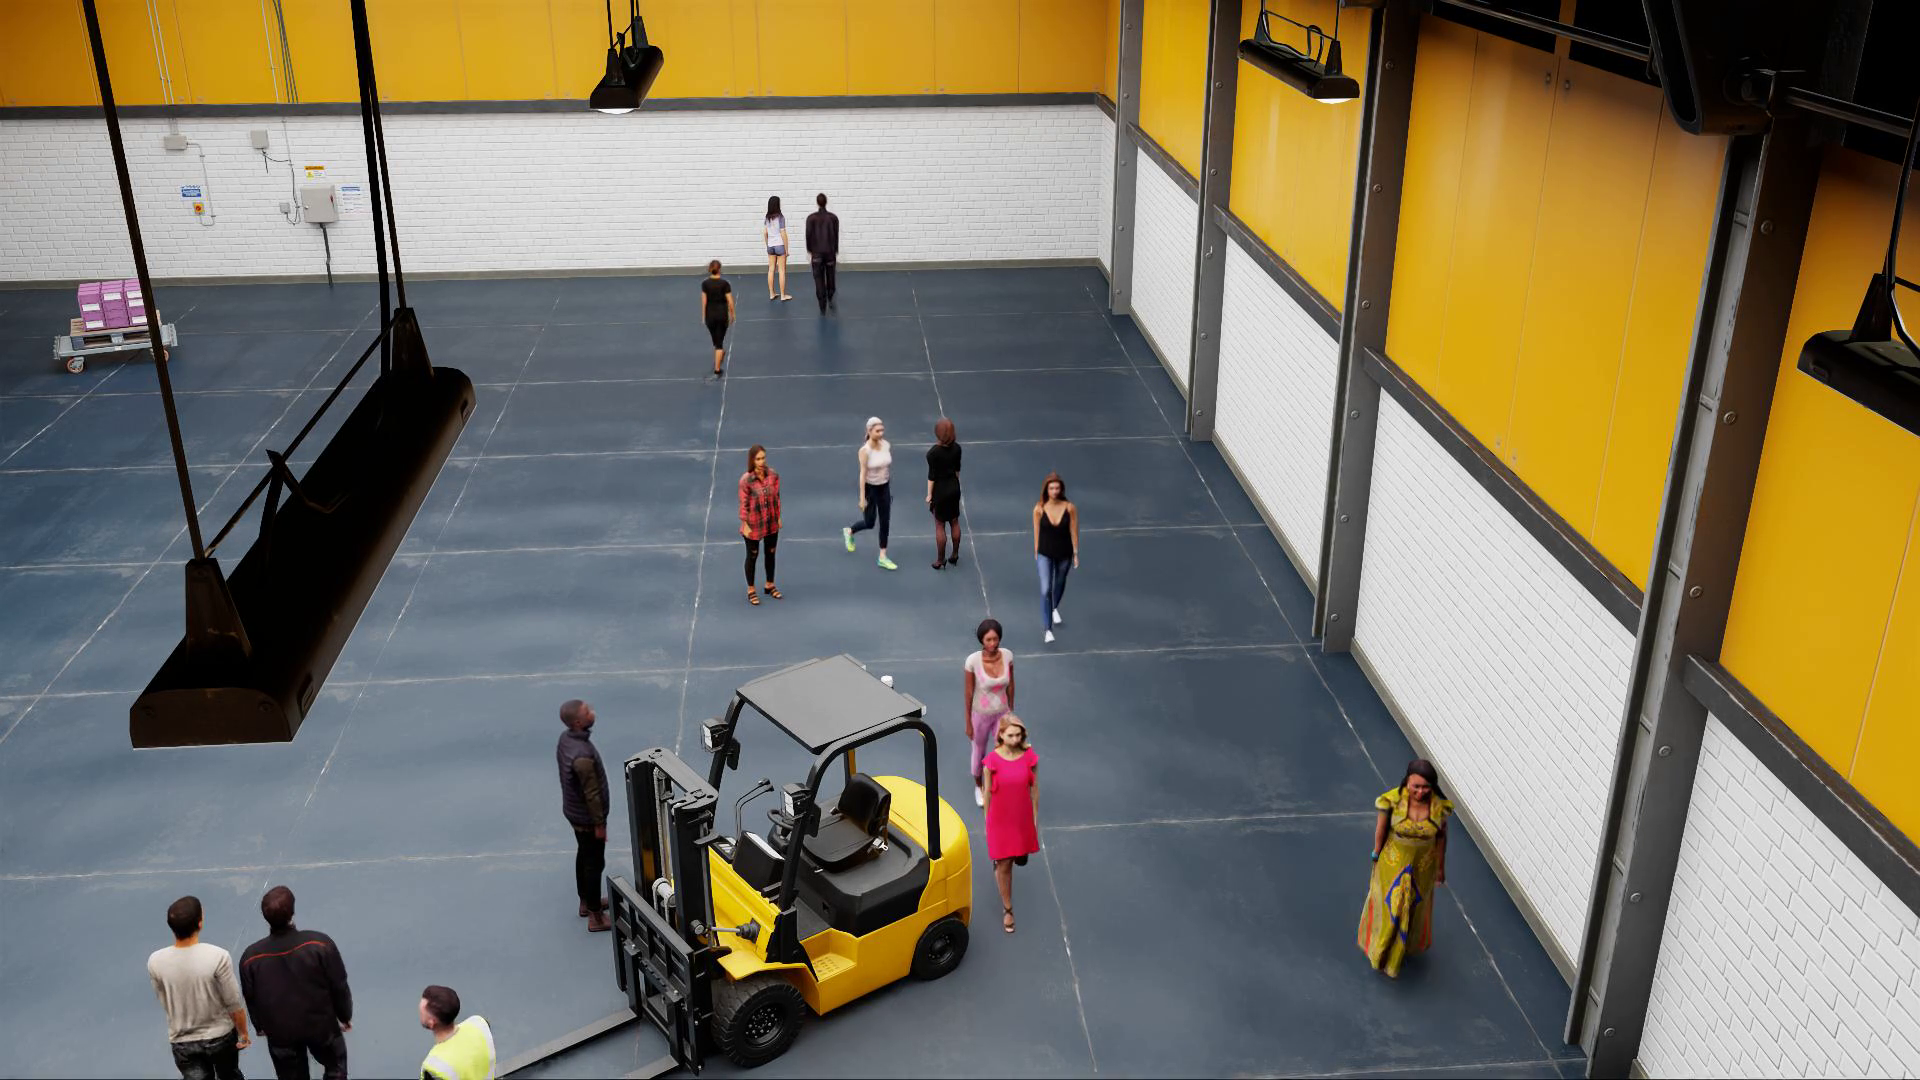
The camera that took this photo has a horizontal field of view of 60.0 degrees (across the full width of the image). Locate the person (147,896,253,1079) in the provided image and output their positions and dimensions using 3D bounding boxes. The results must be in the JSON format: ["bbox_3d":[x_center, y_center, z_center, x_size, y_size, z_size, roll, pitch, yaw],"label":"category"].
[{"bbox_3d":[-4.456,2.974,9.743,0.781,1.763,1.159,-5,24,-12],"label":"person"}]

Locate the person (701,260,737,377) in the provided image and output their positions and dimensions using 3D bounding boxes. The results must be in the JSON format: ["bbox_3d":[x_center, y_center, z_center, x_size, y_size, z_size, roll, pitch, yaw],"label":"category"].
[{"bbox_3d":[-3.520,-3.172,23.975,0.775,1.625,1.126,4,24,8],"label":"person"}]

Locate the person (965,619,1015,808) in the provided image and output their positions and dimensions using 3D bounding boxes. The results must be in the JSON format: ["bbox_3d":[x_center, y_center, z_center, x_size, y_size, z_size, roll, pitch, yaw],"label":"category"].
[{"bbox_3d":[0.214,1.399,13.406,0.694,1.715,1.011,-6,24,-14],"label":"person"}]

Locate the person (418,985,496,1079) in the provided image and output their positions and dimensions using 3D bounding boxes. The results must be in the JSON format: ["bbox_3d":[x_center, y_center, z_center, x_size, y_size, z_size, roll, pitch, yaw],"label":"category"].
[{"bbox_3d":[-2.669,3.217,9.099,0.951,1.833,0.900,10,25,21],"label":"person"}]

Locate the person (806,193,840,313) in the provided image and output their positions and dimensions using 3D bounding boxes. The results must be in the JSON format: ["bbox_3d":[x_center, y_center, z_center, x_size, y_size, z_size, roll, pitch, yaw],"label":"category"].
[{"bbox_3d":[-2.217,-4.626,27.011,0.733,1.857,1.170,-3,24,-7],"label":"person"}]

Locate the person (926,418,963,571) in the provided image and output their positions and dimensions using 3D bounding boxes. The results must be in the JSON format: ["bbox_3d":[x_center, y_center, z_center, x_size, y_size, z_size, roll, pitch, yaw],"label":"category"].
[{"bbox_3d":[-0.155,-0.497,17.754,0.657,1.706,0.670,-18,29,-35],"label":"person"}]

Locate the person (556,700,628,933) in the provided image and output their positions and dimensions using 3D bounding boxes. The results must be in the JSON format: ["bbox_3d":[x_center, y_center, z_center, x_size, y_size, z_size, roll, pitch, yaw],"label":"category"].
[{"bbox_3d":[-2.686,1.962,11.968,0.823,1.836,0.653,-11,26,-24],"label":"person"}]

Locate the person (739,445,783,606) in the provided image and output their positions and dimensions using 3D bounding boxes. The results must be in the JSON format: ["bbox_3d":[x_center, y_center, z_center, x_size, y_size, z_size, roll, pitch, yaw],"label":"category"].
[{"bbox_3d":[-2.035,-0.174,17.019,0.703,1.703,0.712,-15,28,-31],"label":"person"}]

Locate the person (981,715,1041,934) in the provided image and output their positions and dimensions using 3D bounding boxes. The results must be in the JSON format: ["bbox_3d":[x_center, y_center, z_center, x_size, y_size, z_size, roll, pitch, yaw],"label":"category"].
[{"bbox_3d":[0.348,1.986,12.065,0.636,1.713,0.888,-5,24,-10],"label":"person"}]

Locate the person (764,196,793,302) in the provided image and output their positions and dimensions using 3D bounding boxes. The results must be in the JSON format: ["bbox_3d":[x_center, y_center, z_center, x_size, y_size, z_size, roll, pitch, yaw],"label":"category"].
[{"bbox_3d":[-3.057,-4.877,27.741,0.657,1.733,0.681,13,27,28],"label":"person"}]

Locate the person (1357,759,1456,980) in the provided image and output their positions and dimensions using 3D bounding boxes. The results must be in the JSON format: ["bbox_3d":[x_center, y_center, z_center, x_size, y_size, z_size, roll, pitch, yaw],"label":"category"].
[{"bbox_3d":[3.124,2.201,11.661,0.752,1.643,0.945,-1,24,-2],"label":"person"}]

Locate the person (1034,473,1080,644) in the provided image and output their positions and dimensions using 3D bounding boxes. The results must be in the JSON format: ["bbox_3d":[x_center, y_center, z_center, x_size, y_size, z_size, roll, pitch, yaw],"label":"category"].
[{"bbox_3d":[0.933,0.123,16.374,0.574,1.675,1.042,-2,24,-5],"label":"person"}]

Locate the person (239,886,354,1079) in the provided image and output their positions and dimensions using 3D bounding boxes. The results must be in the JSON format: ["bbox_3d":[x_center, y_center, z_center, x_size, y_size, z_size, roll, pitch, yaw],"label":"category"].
[{"bbox_3d":[-3.875,2.916,9.799,0.814,1.826,0.739,-11,26,-23],"label":"person"}]

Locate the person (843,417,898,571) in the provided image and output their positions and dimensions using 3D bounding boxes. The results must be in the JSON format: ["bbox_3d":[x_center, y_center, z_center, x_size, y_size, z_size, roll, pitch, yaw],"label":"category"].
[{"bbox_3d":[-0.964,-0.524,17.839,1.028,1.687,0.943,21,31,39],"label":"person"}]
